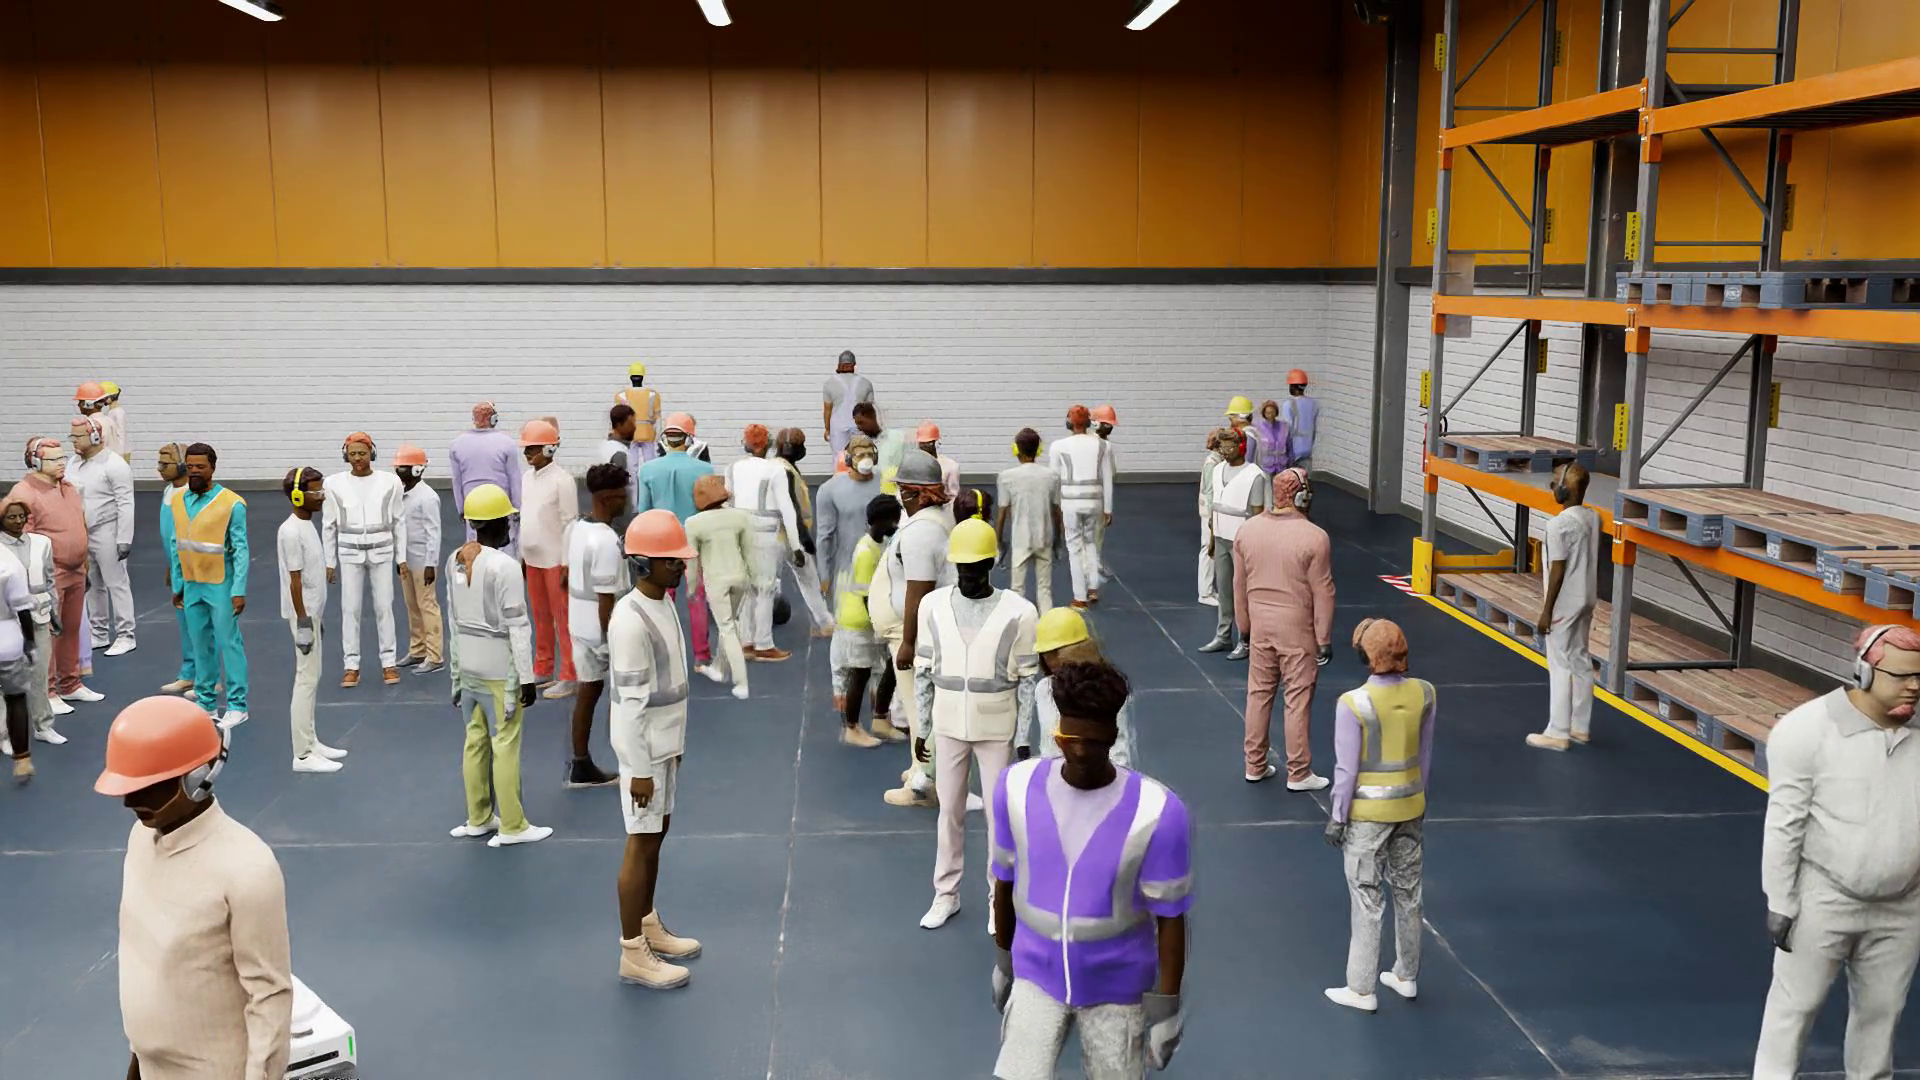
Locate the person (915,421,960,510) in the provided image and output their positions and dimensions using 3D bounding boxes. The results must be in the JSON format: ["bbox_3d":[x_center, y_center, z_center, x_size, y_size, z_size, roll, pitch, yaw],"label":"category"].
[{"bbox_3d":[-0.281,-0.168,14.605,0.562,1.753,0.327,2,9,15],"label":"person"}]

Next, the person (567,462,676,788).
[{"bbox_3d":[-2.006,0.504,9.815,0.731,1.942,0.609,-6,11,-32],"label":"person"}]

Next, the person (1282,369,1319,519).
[{"bbox_3d":[3.920,-1.065,19.717,0.571,1.916,0.719,-5,10,-29],"label":"person"}]

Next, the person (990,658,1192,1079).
[{"bbox_3d":[0.343,1.293,4.813,0.622,1.942,0.608,3,10,18],"label":"person"}]

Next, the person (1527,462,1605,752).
[{"bbox_3d":[3.882,0.423,10.615,0.515,1.843,0.327,-7,11,-36],"label":"person"}]

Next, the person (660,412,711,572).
[{"bbox_3d":[-2.805,-0.497,17.074,0.545,1.614,0.598,0,9,1],"label":"person"}]

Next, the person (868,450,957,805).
[{"bbox_3d":[-0.264,0.493,9.560,0.536,2.000,0.675,2,9,15],"label":"person"}]

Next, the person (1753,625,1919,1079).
[{"bbox_3d":[3.029,1.205,5.586,0.661,1.895,0.407,0,9,1],"label":"person"}]

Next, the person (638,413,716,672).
[{"bbox_3d":[-2.129,0.023,12.685,0.625,1.983,0.399,1,9,4],"label":"person"}]

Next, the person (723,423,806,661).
[{"bbox_3d":[-1.562,0.024,13.043,0.698,1.876,0.353,6,11,31],"label":"person"}]

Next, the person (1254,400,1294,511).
[{"bbox_3d":[3.531,-0.799,18.964,0.540,1.619,0.439,-3,9,-17],"label":"person"}]

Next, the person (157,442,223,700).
[{"bbox_3d":[-5.521,0.220,11.886,0.507,1.846,0.351,7,11,38],"label":"person"}]

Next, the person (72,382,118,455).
[{"bbox_3d":[-8.388,-0.543,16.214,0.381,1.994,0.615,-2,9,-12],"label":"person"}]

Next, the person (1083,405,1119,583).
[{"bbox_3d":[1.405,-0.464,16.478,0.337,1.747,0.573,3,10,20],"label":"person"}]

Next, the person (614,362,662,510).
[{"bbox_3d":[-4.077,-1.290,21.111,0.588,1.928,0.384,-2,9,-12],"label":"person"}]

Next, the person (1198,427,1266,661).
[{"bbox_3d":[2.180,0.022,13.148,0.386,1.839,0.567,-6,11,-31],"label":"person"}]

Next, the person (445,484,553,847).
[{"bbox_3d":[-2.473,0.663,8.843,0.587,1.930,0.356,7,11,36],"label":"person"}]

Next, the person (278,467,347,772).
[{"bbox_3d":[-3.982,0.480,10.194,0.312,1.867,0.549,-2,9,-14],"label":"person"}]

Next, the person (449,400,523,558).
[{"bbox_3d":[-4.230,-0.302,14.977,0.643,1.909,0.410,1,9,5],"label":"person"}]

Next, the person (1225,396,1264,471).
[{"bbox_3d":[2.831,-0.526,16.654,0.403,1.823,0.590,2,9,9],"label":"person"}]

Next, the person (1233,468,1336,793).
[{"bbox_3d":[1.925,0.524,9.790,0.653,1.906,0.408,9,12,43],"label":"person"}]

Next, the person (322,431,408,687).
[{"bbox_3d":[-4.378,0.141,12.259,0.587,1.882,0.341,-3,10,-20],"label":"person"}]

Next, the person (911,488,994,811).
[{"bbox_3d":[-0.025,0.622,9.385,0.435,1.841,0.566,-7,12,-39],"label":"person"}]

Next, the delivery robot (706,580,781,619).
[{"bbox_3d":[-1.880,0.420,14.377,0.707,0.478,0.477,9,12,43],"label":"delivery robot"}]

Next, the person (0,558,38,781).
[{"bbox_3d":[-5.690,0.651,9.713,0.556,1.663,0.623,-4,10,-24],"label":"person"}]

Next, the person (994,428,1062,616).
[{"bbox_3d":[0.518,0.059,12.878,0.546,1.852,0.382,-1,9,-7],"label":"person"}]

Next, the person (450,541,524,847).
[{"bbox_3d":[-2.528,0.810,8.844,0.507,1.631,0.266,7,11,36],"label":"person"}]

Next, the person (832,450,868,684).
[{"bbox_3d":[-0.772,0.198,12.348,0.346,1.739,0.574,-1,9,-4],"label":"person"}]

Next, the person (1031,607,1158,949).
[{"bbox_3d":[0.558,1.092,6.894,0.547,1.689,0.919,8,12,41],"label":"person"}]

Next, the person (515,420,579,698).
[{"bbox_3d":[-2.976,0.133,11.966,0.613,1.994,0.381,8,12,40],"label":"person"}]

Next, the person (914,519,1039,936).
[{"bbox_3d":[0.066,0.854,7.652,0.587,1.928,0.363,2,9,15],"label":"person"}]

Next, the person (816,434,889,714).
[{"bbox_3d":[-0.681,0.232,11.521,0.636,1.938,0.358,-3,10,-21],"label":"person"}]

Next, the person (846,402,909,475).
[{"bbox_3d":[-0.667,-0.337,15.323,0.741,1.875,0.381,1,9,4],"label":"person"}]

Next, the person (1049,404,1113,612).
[{"bbox_3d":[1.074,-0.294,15.046,0.569,1.864,0.517,-2,9,-15],"label":"person"}]

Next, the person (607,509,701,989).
[{"bbox_3d":[-1.292,0.877,7.141,0.393,2.041,0.613,0,9,2],"label":"person"}]

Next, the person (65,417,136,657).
[{"bbox_3d":[-6.875,-0.025,13.234,0.652,1.906,0.402,4,10,23],"label":"person"}]

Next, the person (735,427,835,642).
[{"bbox_3d":[-1.418,-0.035,13.700,1.010,1.790,0.616,0,9,1],"label":"person"}]

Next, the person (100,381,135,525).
[{"bbox_3d":[-10.168,-1.030,20.022,0.339,1.761,0.524,-7,12,-39],"label":"person"}]

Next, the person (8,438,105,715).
[{"bbox_3d":[-6.273,0.241,11.563,0.409,1.907,0.651,1,9,5],"label":"person"}]

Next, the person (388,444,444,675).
[{"bbox_3d":[-4.155,0.138,12.672,0.321,1.755,0.572,-9,12,-43],"label":"person"}]

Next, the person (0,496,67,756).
[{"bbox_3d":[-5.975,0.532,10.570,0.305,1.640,0.522,5,10,29],"label":"person"}]

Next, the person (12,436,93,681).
[{"bbox_3d":[-6.763,0.144,12.408,0.502,1.839,0.349,-9,12,-43],"label":"person"}]

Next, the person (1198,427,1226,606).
[{"bbox_3d":[2.345,-0.221,15.296,0.310,1.640,0.523,3,9,16],"label":"person"}]

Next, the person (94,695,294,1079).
[{"bbox_3d":[-1.965,1.360,4.285,0.611,1.988,0.391,6,11,34],"label":"person"}]

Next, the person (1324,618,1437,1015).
[{"bbox_3d":[1.729,1.128,6.839,0.512,1.638,0.312,-5,10,-28],"label":"person"}]

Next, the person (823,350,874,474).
[{"bbox_3d":[-1.503,-1.516,22.180,0.684,2.000,0.535,-2,9,-12],"label":"person"}]

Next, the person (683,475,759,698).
[{"bbox_3d":[-1.737,0.317,12.048,0.520,1.585,0.796,-6,11,-35],"label":"person"}]

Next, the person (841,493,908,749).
[{"bbox_3d":[-0.527,0.526,10.509,0.520,1.660,0.553,2,9,13],"label":"person"}]

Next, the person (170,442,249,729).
[{"bbox_3d":[-5.020,0.301,11.145,0.587,1.922,0.392,3,10,18],"label":"person"}]
